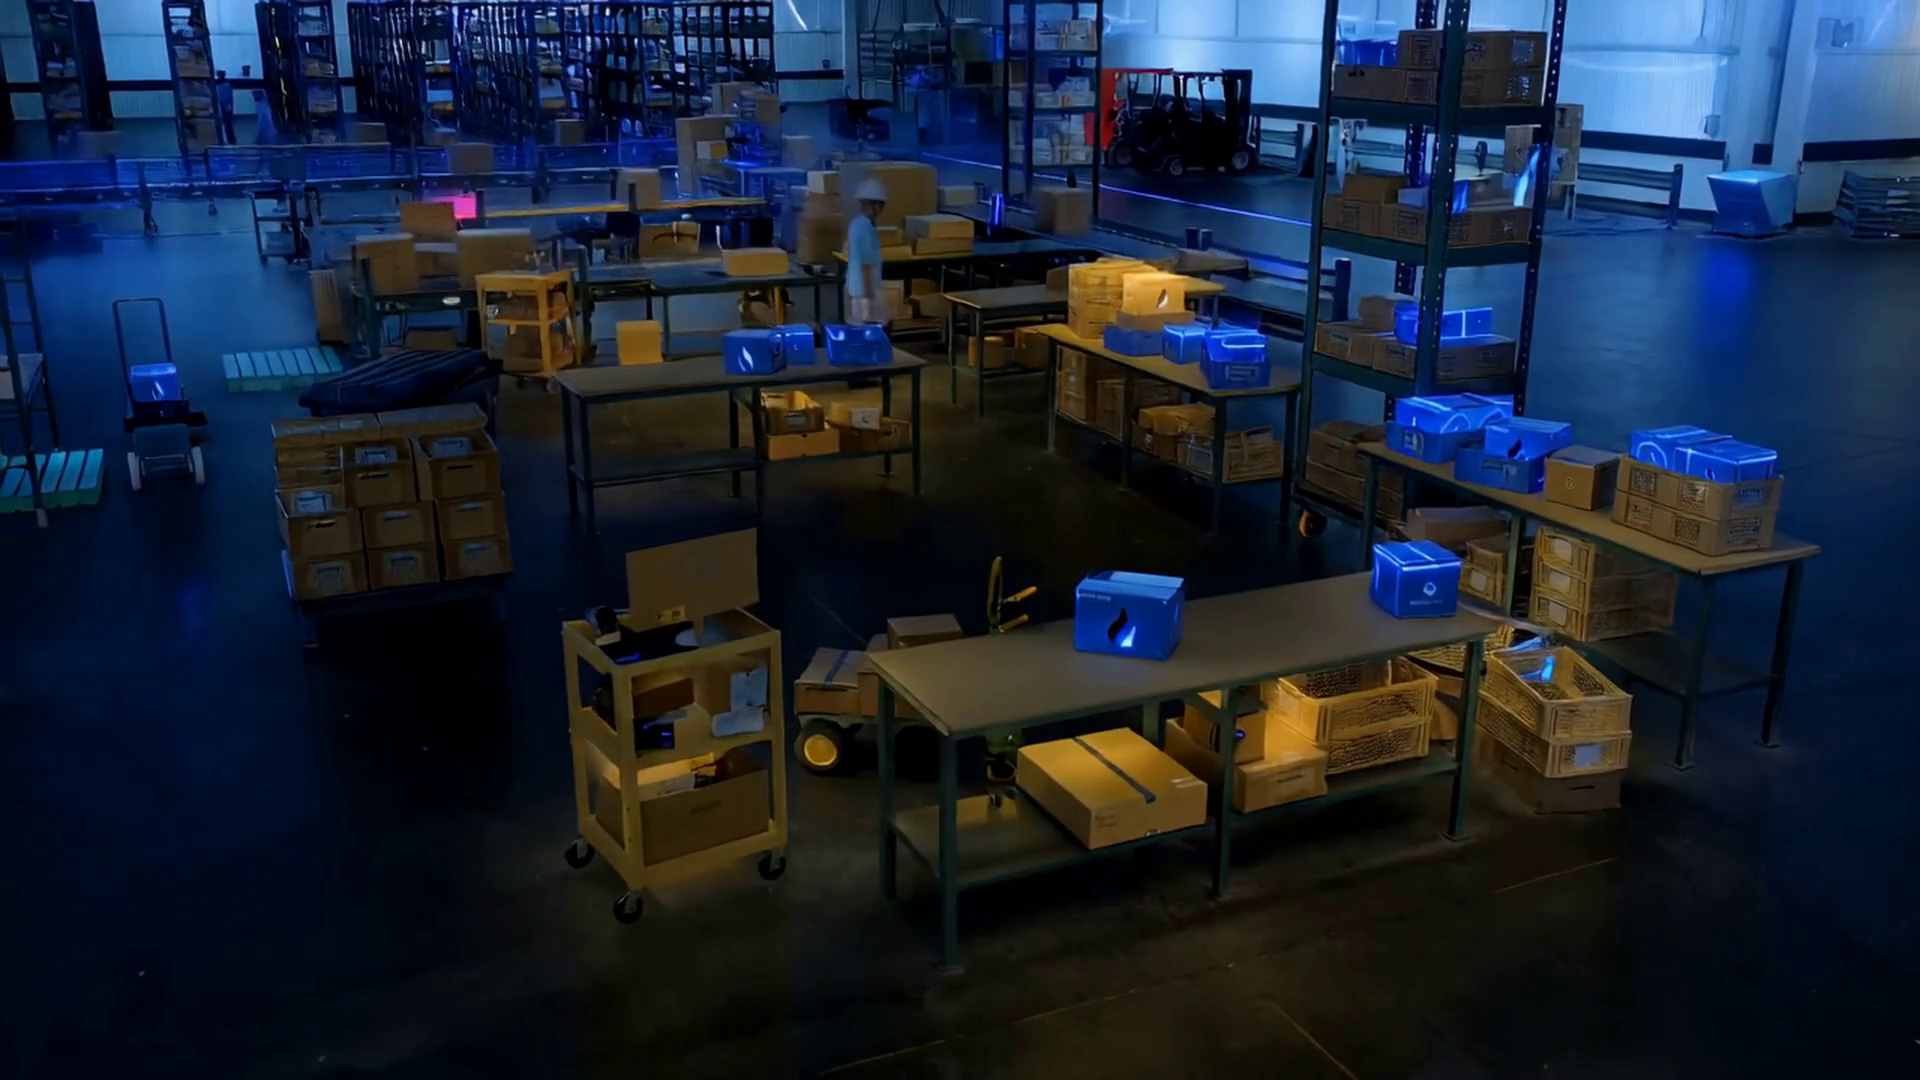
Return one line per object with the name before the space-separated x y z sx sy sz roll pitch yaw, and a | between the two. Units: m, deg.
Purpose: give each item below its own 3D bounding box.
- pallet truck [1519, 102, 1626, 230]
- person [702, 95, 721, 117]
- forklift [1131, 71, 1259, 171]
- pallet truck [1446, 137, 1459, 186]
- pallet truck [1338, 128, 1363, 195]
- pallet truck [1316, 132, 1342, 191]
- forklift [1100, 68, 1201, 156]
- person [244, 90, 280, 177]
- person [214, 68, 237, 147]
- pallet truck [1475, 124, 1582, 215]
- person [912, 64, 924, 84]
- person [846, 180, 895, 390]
pallet truck | 9.972 -6.037 26.785 1.885 1.965 0.823 -9 20 -25
person | -5.155 -8.426 34.791 0.899 1.709 0.511 7 19 22
forklift | 4.998 -8.936 35.413 2.680 1.987 1.157 -9 20 -25
pallet truck | 9.184 -6.485 29.328 1.630 1.274 0.653 -8 19 -23
pallet truck | 7.845 -7.140 31.411 1.522 1.261 0.704 -9 20 -25
pallet truck | 7.723 -7.504 32.656 1.601 1.201 0.680 -8 19 -23
forklift | 4.082 -9.564 37.410 2.680 1.987 1.157 -8 19 -23
person | -14.679 -8.591 35.171 0.990 1.801 0.563 -9 20 -27
person | -18.789 -10.977 42.338 0.526 2.013 0.680 2 18 6
pallet truck | 9.707 -6.455 28.103 1.885 1.965 0.823 -7 19 -20
person | -1.167 -12.229 46.295 0.377 1.995 0.608 -3 18 -11
person | -0.824 -2.308 15.176 0.527 1.919 0.556 -6 19 -18
